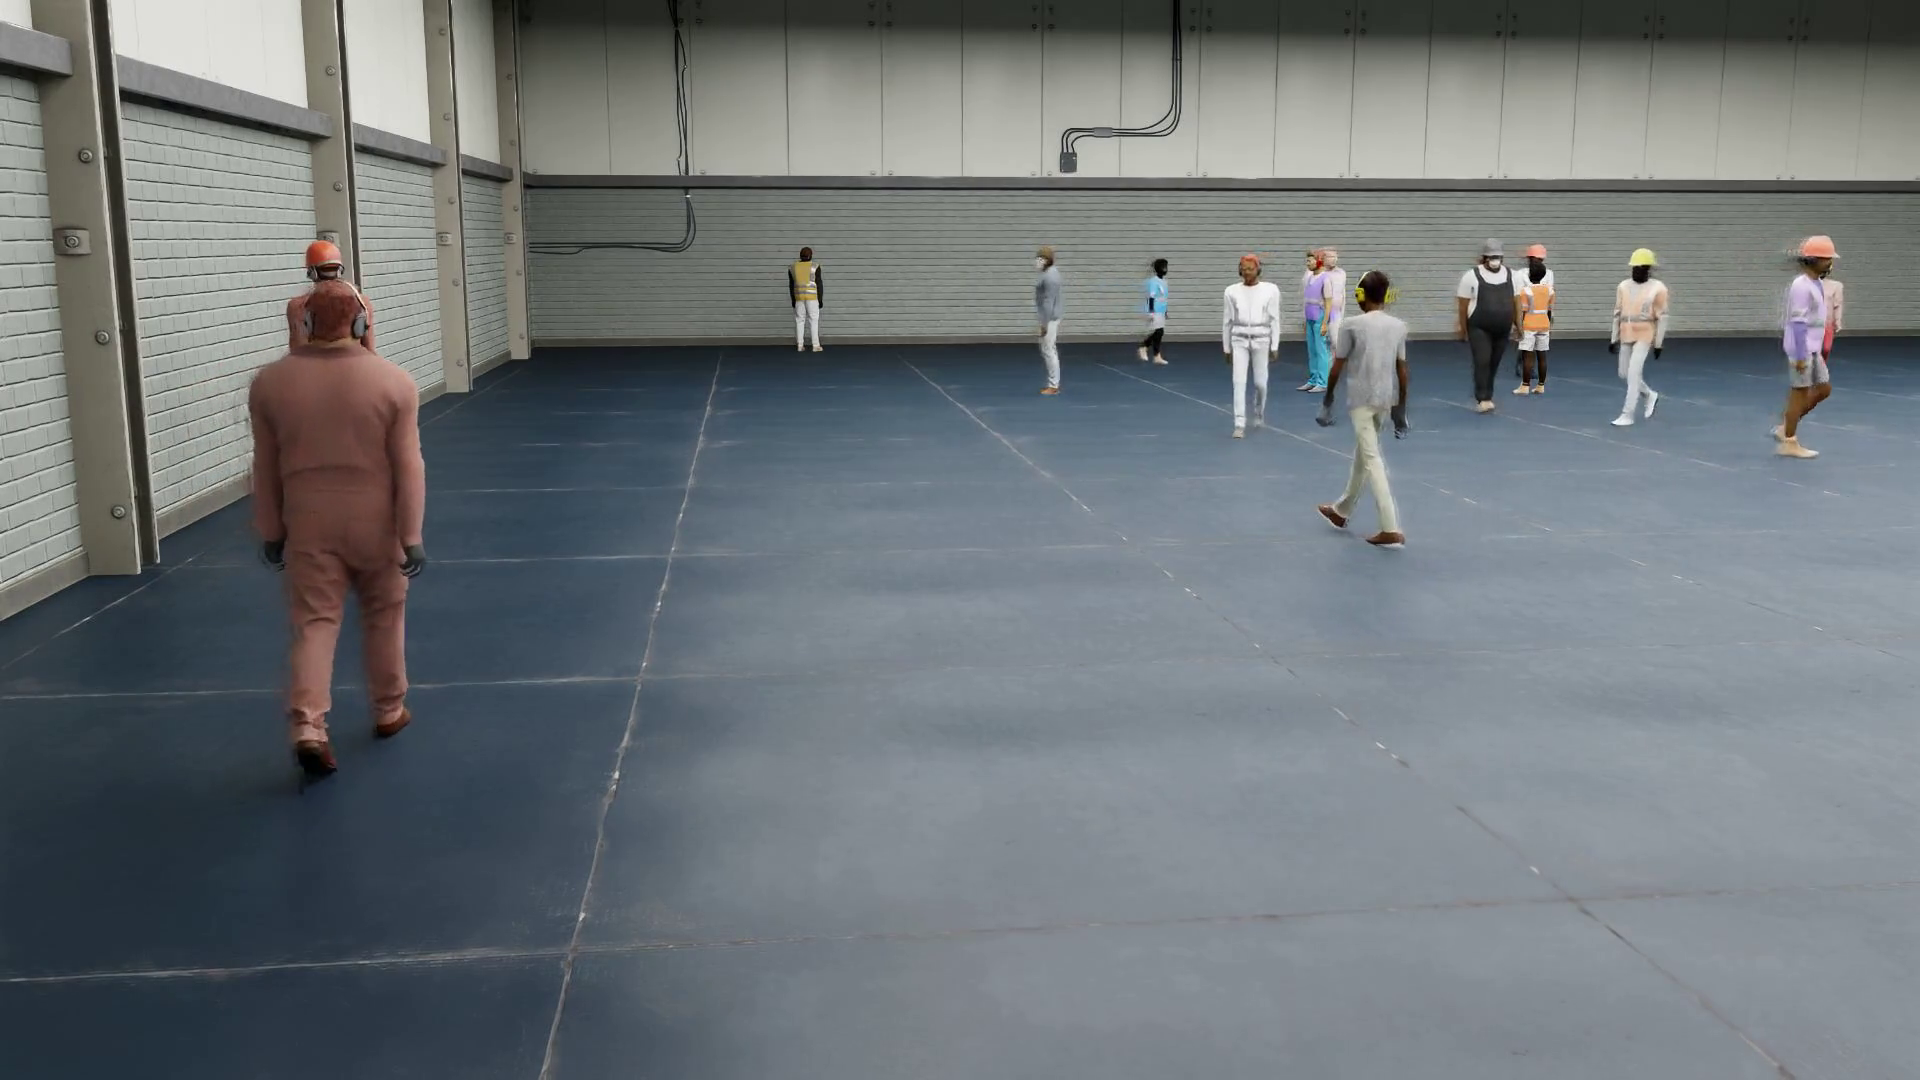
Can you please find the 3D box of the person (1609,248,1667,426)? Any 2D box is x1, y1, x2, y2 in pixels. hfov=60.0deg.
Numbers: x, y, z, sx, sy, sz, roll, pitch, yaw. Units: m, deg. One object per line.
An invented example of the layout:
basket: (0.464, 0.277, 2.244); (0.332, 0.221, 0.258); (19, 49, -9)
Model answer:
person: (7.347, -2.190, 17.945); (0.727, 1.910, 0.600); (-6, 12, -28)

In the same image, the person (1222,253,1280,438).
person: (2.968, -1.989, 16.965); (0.594, 1.864, 0.711); (3, 11, 14)

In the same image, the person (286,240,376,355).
person: (-4.342, -1.066, 11.539); (0.612, 1.997, 0.376); (-10, 14, -43)

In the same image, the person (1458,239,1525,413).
person: (6.171, -2.482, 19.179); (0.692, 2.000, 0.949); (-1, 10, -6)

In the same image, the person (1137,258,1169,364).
person: (3.117, -3.617, 26.378); (0.399, 1.688, 0.544); (5, 12, 26)

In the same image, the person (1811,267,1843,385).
person: (11.840, -3.020, 22.912); (0.533, 1.749, 0.616); (5, 11, 25)

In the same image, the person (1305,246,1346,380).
person: (5.033, -3.077, 22.864); (0.654, 1.891, 0.448); (-3, 11, -15)

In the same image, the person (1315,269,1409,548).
person: (2.698, -0.892, 11.123); (0.497, 1.805, 1.019); (-5, 11, -24)

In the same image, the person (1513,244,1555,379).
person: (8.156, -3.233, 23.640); (0.553, 1.922, 0.419); (-1, 10, -8)

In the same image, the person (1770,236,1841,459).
person: (7.726, -1.738, 15.127); (0.417, 2.028, 0.651); (8, 13, 38)

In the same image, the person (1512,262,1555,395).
person: (7.348, -2.699, 21.304); (0.536, 1.700, 0.318); (-4, 11, -21)

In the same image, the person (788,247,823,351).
person: (-2.706, -4.257, 29.457); (0.624, 1.844, 0.429); (3, 11, 15)

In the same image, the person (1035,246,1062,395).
person: (1.139, -2.816, 21.430); (0.345, 1.911, 0.789); (0, 10, 1)

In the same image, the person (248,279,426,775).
person: (-2.382, -0.064, 6.401); (0.651, 1.870, 0.936); (-1, 10, -6)

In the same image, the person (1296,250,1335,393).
person: (4.662, -2.834, 21.639); (0.381, 1.844, 0.566); (-2, 11, -12)
